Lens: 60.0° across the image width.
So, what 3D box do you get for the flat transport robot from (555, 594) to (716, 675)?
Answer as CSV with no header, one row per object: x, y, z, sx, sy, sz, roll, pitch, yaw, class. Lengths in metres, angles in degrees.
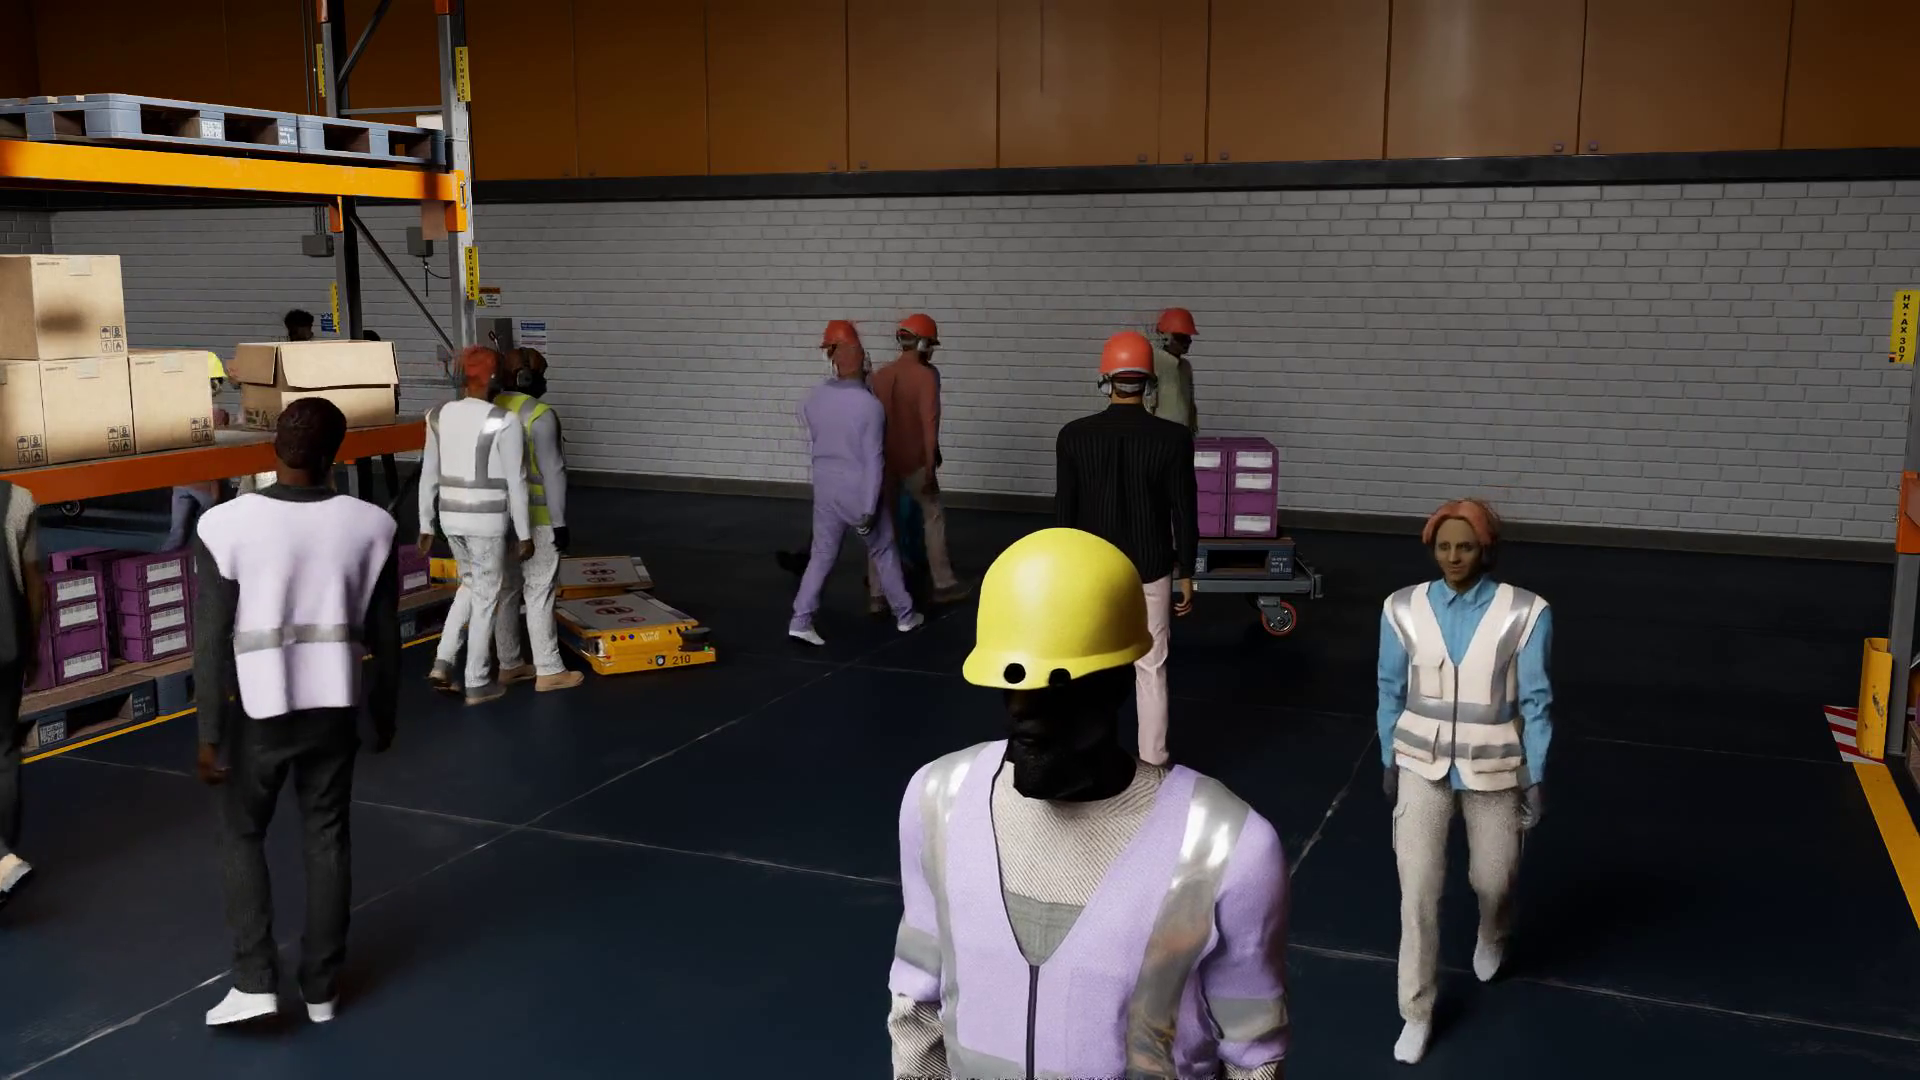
-2.003,0.524,9.816,0.652,0.197,1.431,-5,11,-29,flat transport robot

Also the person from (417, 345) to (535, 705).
-2.484,-0.070,8.590,0.583,1.869,0.396,4,10,25,person

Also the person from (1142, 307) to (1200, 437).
1.485,-0.647,11.772,0.480,1.977,0.634,5,11,29,person

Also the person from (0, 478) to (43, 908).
-3.405,0.417,5.760,0.602,1.832,0.541,6,11,33,person

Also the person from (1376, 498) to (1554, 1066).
1.489,0.662,4.912,0.514,1.615,0.721,5,10,26,person

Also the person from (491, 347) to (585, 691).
-2.323,-0.111,8.931,0.620,1.840,0.430,6,11,34,person

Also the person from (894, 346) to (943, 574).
-0.339,-0.684,12.384,0.373,1.840,0.572,5,11,30,person

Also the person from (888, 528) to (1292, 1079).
0.154,0.931,2.343,0.591,1.926,0.387,5,11,27,person

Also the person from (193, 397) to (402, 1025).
-1.969,0.517,5.015,0.640,1.874,0.446,-7,12,-36,person

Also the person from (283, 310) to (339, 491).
-5.319,-0.904,13.511,1.019,1.908,0.628,7,12,38,person

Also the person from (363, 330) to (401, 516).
-5.292,-1.039,14.979,0.540,1.696,0.316,-8,13,-41,person

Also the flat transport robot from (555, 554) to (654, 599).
-2.443,0.295,11.204,0.652,0.197,1.431,-3,10,-15,flat transport robot

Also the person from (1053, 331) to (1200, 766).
0.706,0.118,7.060,0.622,1.995,0.376,3,10,17,person

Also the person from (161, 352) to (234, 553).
-4.913,-0.342,10.685,0.533,1.720,0.921,4,10,23,person

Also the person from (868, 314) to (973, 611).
-0.298,-0.521,11.075,0.652,1.938,0.923,8,12,40,person

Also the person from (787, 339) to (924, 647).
-0.644,-0.283,10.012,0.625,1.836,1.038,6,11,33,person

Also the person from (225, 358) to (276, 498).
-5.091,-0.495,11.930,0.654,1.616,0.530,-3,10,-19,person

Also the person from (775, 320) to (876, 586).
-0.829,-0.611,11.818,1.028,1.873,0.550,5,11,30,person
